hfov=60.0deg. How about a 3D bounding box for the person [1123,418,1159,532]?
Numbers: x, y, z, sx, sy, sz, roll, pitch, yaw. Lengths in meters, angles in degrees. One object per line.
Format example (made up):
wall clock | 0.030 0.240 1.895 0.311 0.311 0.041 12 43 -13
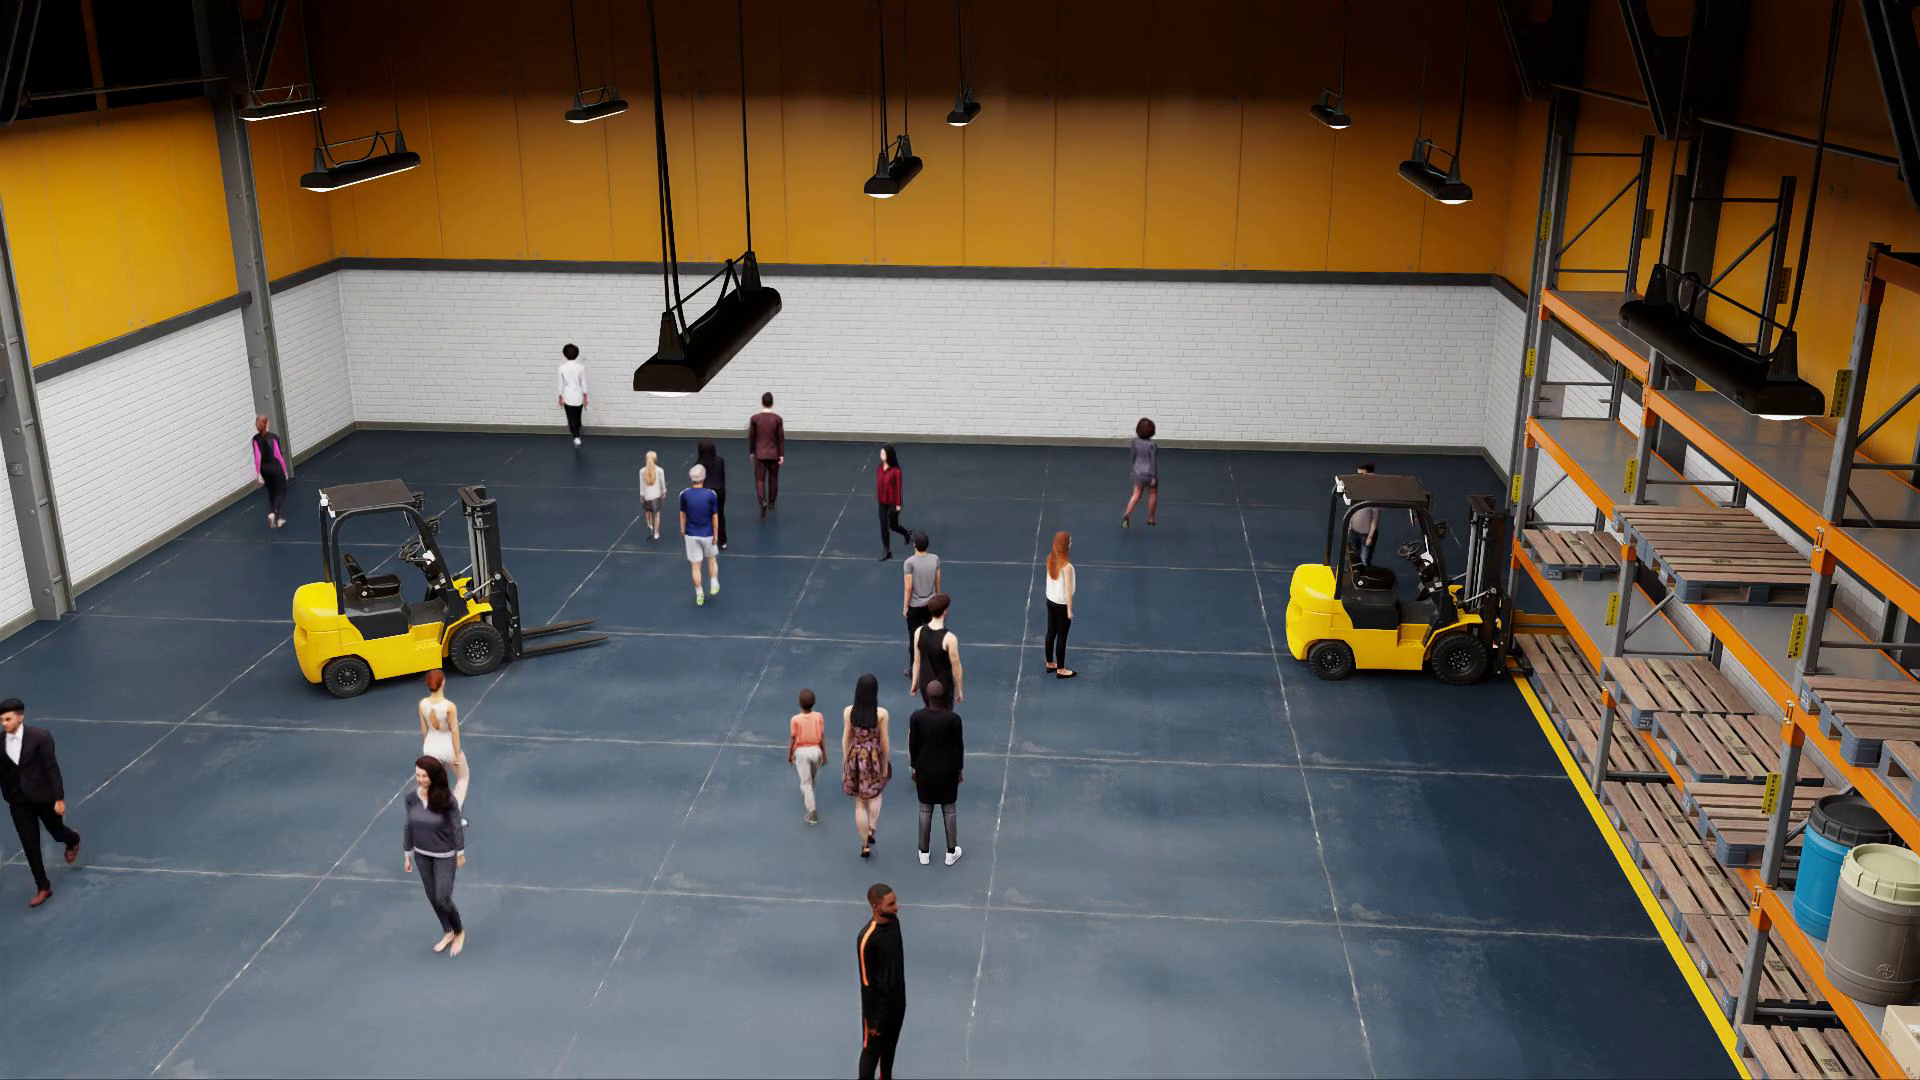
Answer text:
person | 2.606 -0.904 23.918 0.977 1.678 1.100 16 24 39

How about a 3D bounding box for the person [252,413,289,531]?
person | -9.936 -0.950 23.966 0.614 1.735 0.976 -1 19 -2

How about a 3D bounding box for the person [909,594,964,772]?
person | -0.273 1.488 16.533 1.062 1.858 1.280 12 22 32

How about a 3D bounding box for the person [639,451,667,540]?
person | -4.392 -0.625 23.762 0.648 1.248 0.896 -3 19 -8

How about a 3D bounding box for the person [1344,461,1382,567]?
person | 5.214 -0.116 21.246 0.937 1.889 0.878 -14 23 -36

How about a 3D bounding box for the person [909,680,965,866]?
person | -0.213 2.081 14.919 0.640 1.764 0.544 2 19 7

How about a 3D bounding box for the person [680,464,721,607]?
person | -3.318 -0.046 21.149 0.746 1.818 0.914 -2 19 -6

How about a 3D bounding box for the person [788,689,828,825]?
person | -1.426 2.061 15.736 0.755 1.282 0.977 -7 20 -19

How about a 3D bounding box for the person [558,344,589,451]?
person | -6.567 -2.414 28.243 0.948 1.779 1.189 -7 20 -21

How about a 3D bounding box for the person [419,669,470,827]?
person | -4.824 1.997 15.375 0.553 1.632 0.548 2 19 6

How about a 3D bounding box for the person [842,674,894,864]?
person | -0.841 2.082 14.924 0.664 1.759 0.764 -2 19 -5

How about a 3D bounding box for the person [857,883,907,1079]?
person | -0.553 3.189 11.563 0.752 1.807 0.613 11 21 29

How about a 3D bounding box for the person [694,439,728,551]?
person | -3.470 -0.625 23.190 0.767 1.614 0.830 -16 24 -39

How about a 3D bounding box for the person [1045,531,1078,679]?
person | 1.130 0.730 19.002 0.704 1.718 0.613 -10 21 -28

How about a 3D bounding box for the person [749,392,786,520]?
person | -2.880 -1.254 24.696 0.849 1.844 1.154 -2 19 -7

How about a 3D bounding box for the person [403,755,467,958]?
person | -4.247 2.528 13.602 0.653 1.757 0.659 4 19 12

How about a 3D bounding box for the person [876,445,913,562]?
person | -0.919 -0.531 22.876 0.843 1.636 0.952 15 24 37

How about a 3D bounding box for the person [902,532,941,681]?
person | -0.431 0.732 18.942 0.703 1.753 0.728 -10 21 -28

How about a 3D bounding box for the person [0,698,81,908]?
person | -7.998 2.192 14.447 0.852 1.855 1.181 -2 19 -5
